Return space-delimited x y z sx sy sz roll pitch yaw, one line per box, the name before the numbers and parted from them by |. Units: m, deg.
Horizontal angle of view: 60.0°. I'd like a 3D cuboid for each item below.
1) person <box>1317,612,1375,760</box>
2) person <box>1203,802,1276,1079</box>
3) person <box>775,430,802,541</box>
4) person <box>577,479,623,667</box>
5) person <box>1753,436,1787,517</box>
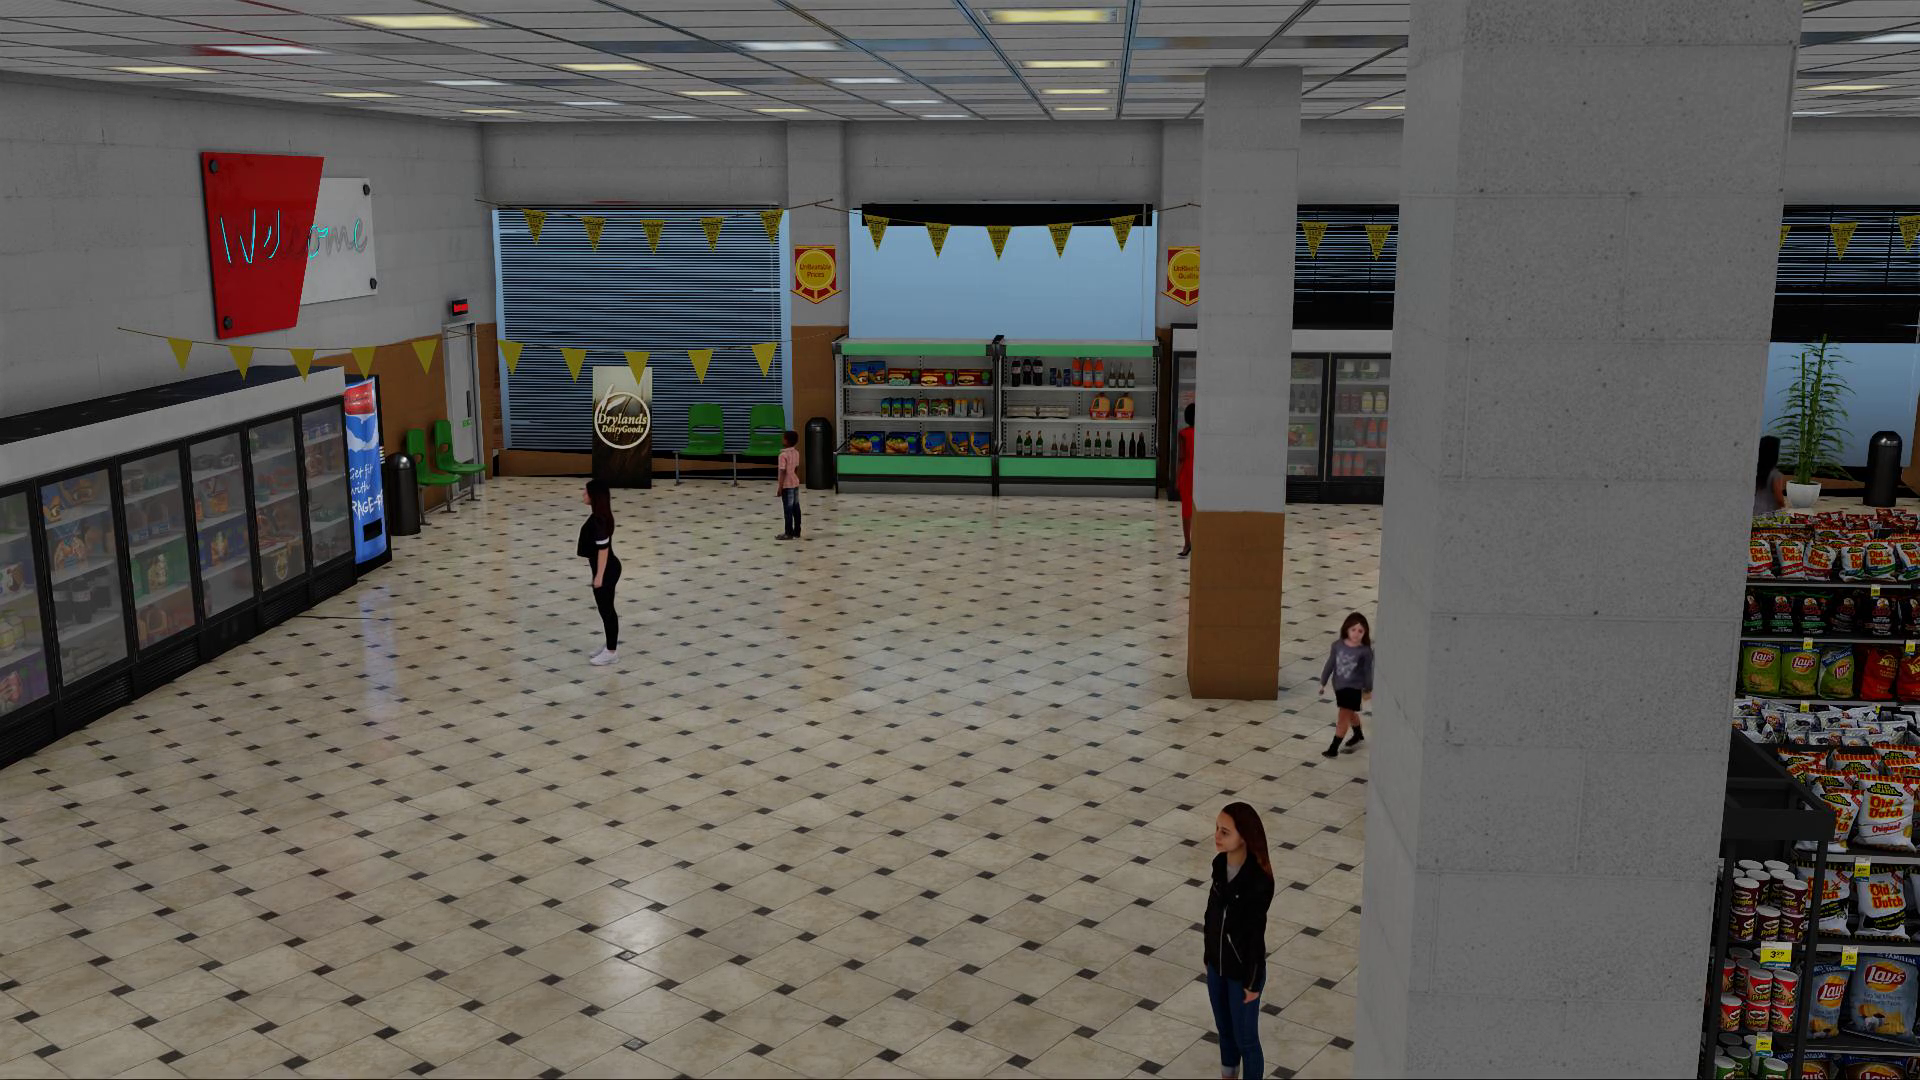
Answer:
person | 2.876 1.053 12.177 0.845 1.074 0.809 -11 16 -42
person | 1.230 1.860 7.353 0.659 1.481 0.632 -6 13 -26
person | -2.018 -0.657 19.733 0.604 1.307 0.576 7 14 30
person | -3.111 0.272 14.517 0.645 1.638 0.651 -1 12 -7
person | 7.639 -0.109 16.054 1.095 1.750 0.846 -3 12 -15
